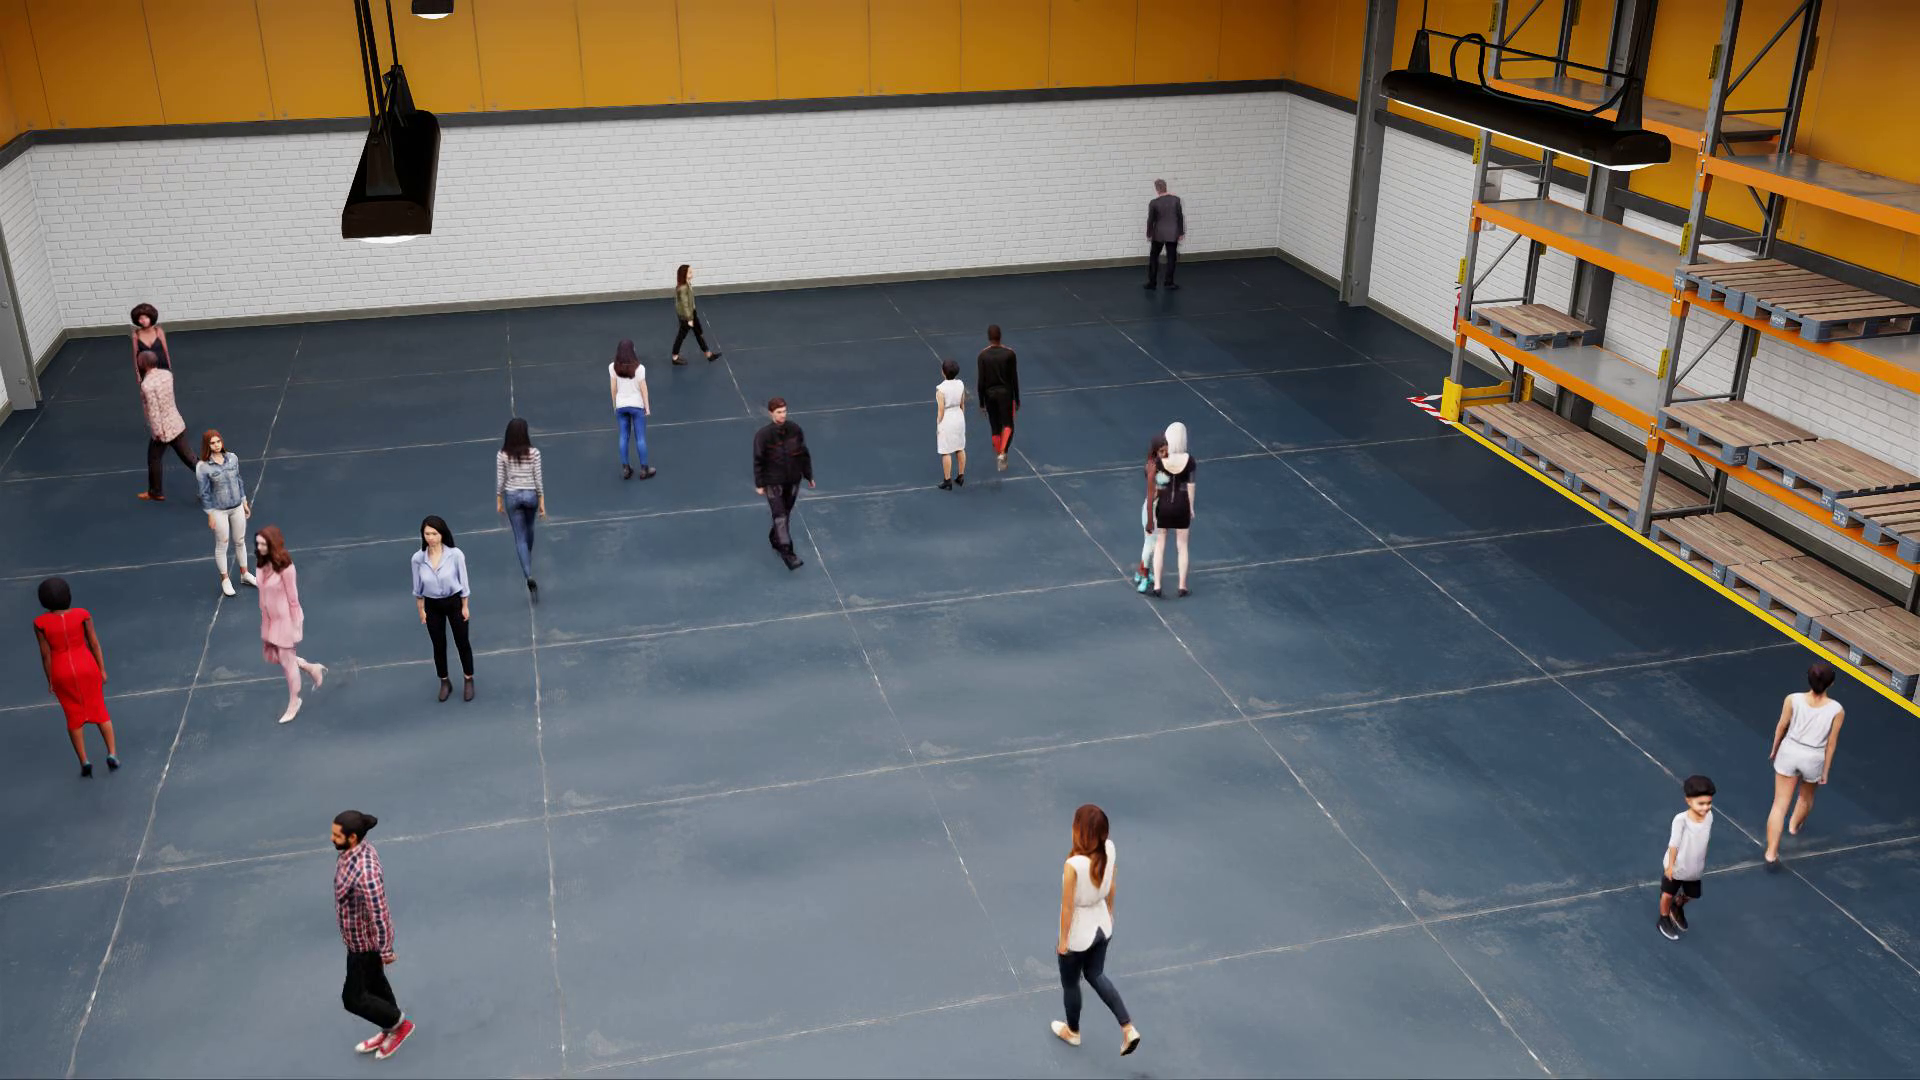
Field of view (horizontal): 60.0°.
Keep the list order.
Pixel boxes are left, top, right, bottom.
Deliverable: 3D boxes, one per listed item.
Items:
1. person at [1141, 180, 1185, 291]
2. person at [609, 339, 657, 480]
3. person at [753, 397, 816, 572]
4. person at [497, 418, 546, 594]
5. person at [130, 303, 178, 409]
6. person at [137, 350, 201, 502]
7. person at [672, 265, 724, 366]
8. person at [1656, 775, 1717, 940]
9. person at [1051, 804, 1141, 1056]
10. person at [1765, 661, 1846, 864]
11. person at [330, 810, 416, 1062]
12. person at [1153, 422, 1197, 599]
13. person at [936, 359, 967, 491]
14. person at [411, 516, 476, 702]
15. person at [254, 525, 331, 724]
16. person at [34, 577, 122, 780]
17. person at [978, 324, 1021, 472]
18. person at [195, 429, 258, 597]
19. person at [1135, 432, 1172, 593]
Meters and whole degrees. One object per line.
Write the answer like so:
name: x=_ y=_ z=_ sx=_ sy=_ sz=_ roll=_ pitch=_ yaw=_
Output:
person: x=3.387 y=-4.981 z=27.168 sx=0.883 sy=1.812 sz=0.775 roll=8 pitch=25 yaw=18
person: x=-3.846 y=-1.523 z=19.416 sx=0.681 sy=1.684 sz=0.684 roll=5 pitch=24 yaw=12
person: x=-1.884 y=-0.623 z=17.223 sx=1.017 sy=1.791 sz=1.242 roll=-17 pitch=29 yaw=-35
person: x=-4.351 y=-0.288 z=16.534 sx=0.619 sy=1.730 sz=1.176 roll=-6 pitch=24 yaw=-14
person: x=-9.965 y=-2.072 z=20.570 sx=0.668 sy=1.767 sz=0.910 roll=-11 pitch=26 yaw=-23
person: x=-8.837 y=-1.258 z=18.689 sx=1.079 sy=1.782 sz=1.214 roll=4 pitch=24 yaw=9
person: x=-3.910 y=-3.139 z=23.415 sx=0.885 sy=1.442 sz=0.982 roll=2 pitch=24 yaw=5
person: x=4.992 y=2.161 z=11.531 sx=0.508 sy=1.249 sz=0.510 roll=-4 pitch=24 yaw=-8
person: x=0.846 y=2.449 z=10.225 sx=0.838 sy=1.768 sz=0.999 roll=-20 pitch=31 yaw=-38
person: x=6.185 y=1.667 z=12.265 sx=1.039 sy=1.568 sz=1.080 roll=14 pitch=27 yaw=30
person: x=-3.621 y=2.420 z=10.313 sx=0.805 sy=1.751 sz=0.635 roll=-12 pitch=26 yaw=-26
person: x=2.095 y=-0.287 z=16.414 sx=0.649 sy=1.824 sz=0.616 roll=1 pitch=24 yaw=3
person: x=-0.103 y=-1.338 z=19.153 sx=0.630 sy=1.555 sz=0.634 roll=-17 pitch=29 yaw=-34
person: x=-4.479 y=0.593 z=14.501 sx=0.653 sy=1.744 sz=0.581 roll=-4 pitch=24 yaw=-8
person: x=-5.745 y=0.679 z=14.251 sx=0.890 sy=1.787 sz=0.947 roll=14 pitch=27 yaw=28
person: x=-7.093 y=1.101 z=13.339 sx=0.631 sy=1.743 sz=0.597 roll=-14 pitch=27 yaw=-29
person: x=0.448 y=-1.623 z=19.510 sx=0.846 sy=1.792 sz=0.960 roll=4 pitch=24 yaw=8
person: x=-7.334 y=-0.301 z=16.598 sx=0.721 sy=1.702 sz=0.691 roll=17 pitch=29 yaw=34
person: x=1.964 y=-0.285 z=16.575 sx=0.799 sy=1.692 sz=0.748 roll=14 pitch=27 yaw=28
